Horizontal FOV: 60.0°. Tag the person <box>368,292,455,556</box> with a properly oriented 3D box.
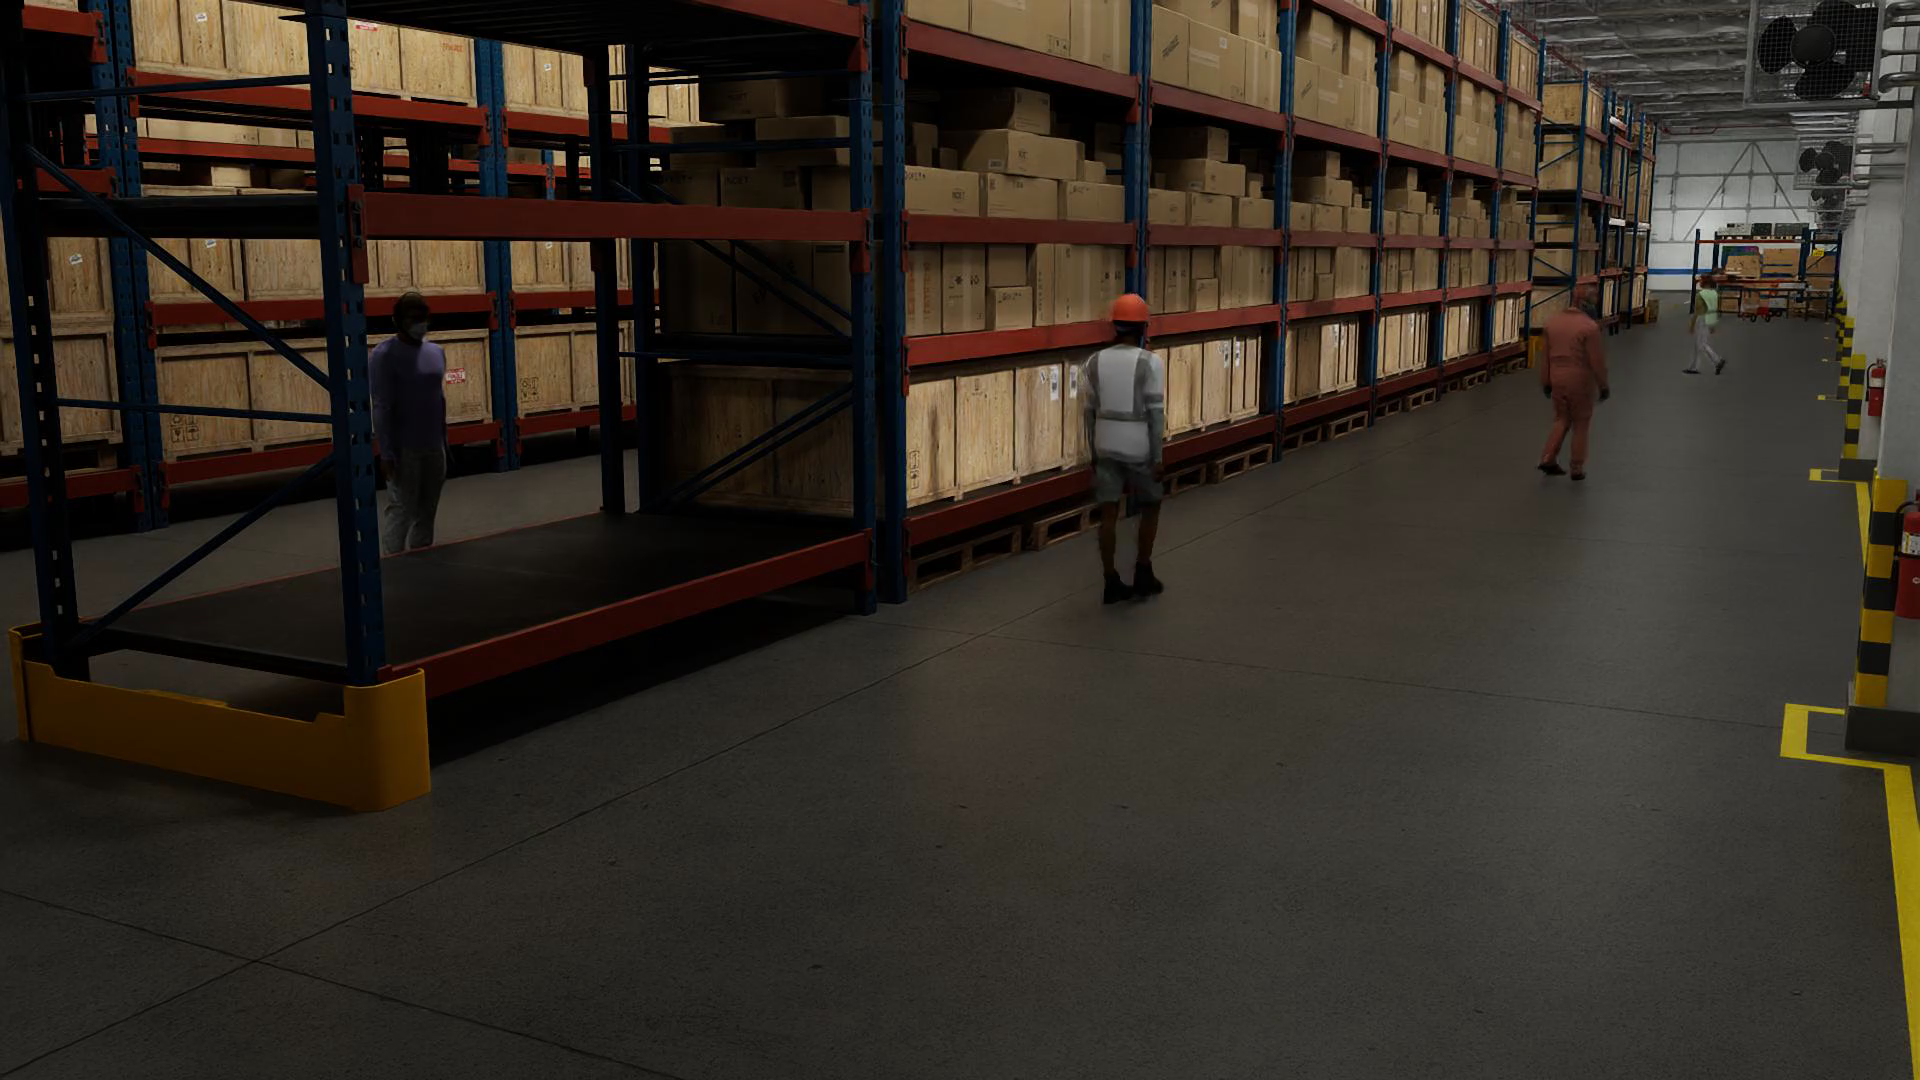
[{"bbox_3d":[-3.385,-0.561,10.325,0.366,1.936,0.630,4,11,23],"label":"person"}]

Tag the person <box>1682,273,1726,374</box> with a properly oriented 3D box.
[{"bbox_3d":[13.370,-3.863,29.789,0.577,1.820,0.759,-9,13,-43],"label":"person"}]

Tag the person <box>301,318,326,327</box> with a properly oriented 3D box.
[{"bbox_3d":[-7.346,-1.990,19.245,0.487,1.722,0.717,4,11,24],"label":"person"}]

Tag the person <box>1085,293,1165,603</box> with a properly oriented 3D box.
[{"bbox_3d":[1.084,-0.576,10.450,0.570,1.919,0.650,6,11,31],"label":"person"}]

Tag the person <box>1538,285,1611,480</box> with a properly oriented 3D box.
[{"bbox_3d":[5.895,-1.507,16.026,0.465,1.865,0.751,-5,11,-28],"label":"person"}]
